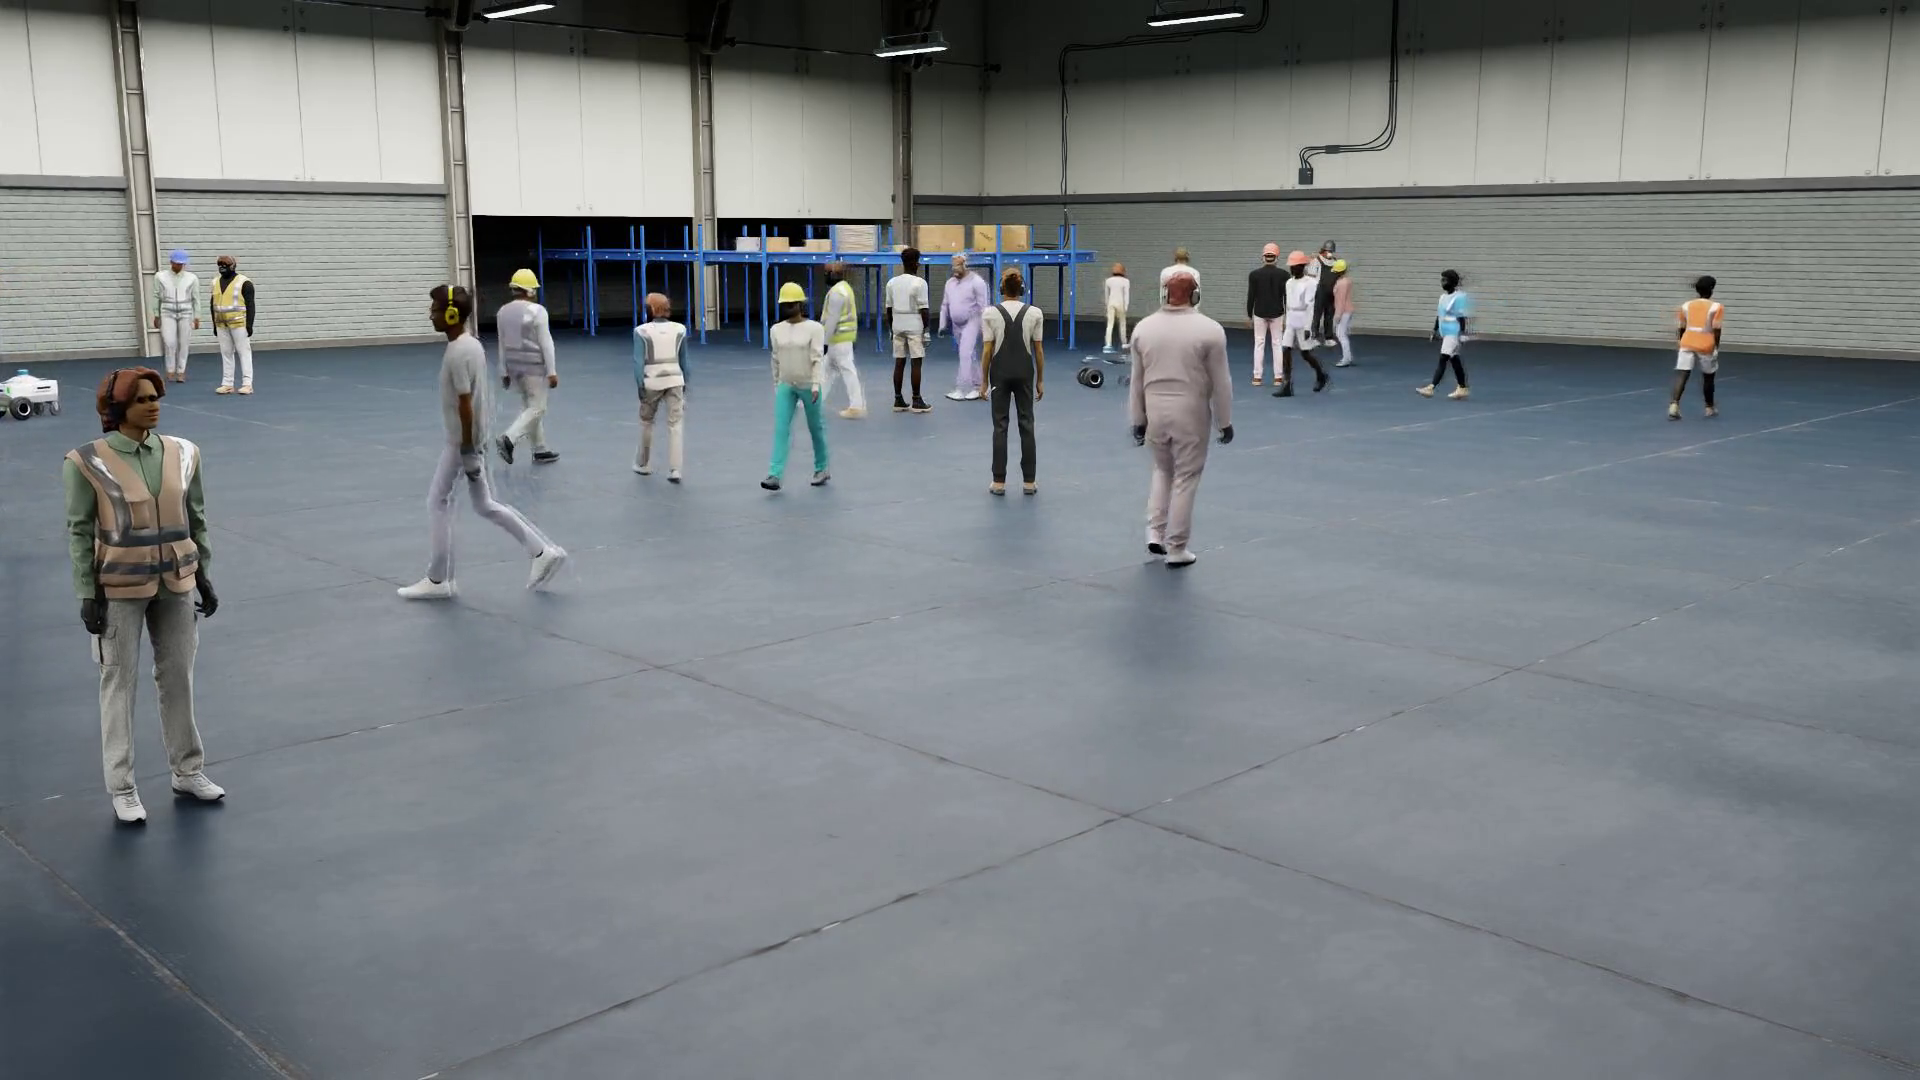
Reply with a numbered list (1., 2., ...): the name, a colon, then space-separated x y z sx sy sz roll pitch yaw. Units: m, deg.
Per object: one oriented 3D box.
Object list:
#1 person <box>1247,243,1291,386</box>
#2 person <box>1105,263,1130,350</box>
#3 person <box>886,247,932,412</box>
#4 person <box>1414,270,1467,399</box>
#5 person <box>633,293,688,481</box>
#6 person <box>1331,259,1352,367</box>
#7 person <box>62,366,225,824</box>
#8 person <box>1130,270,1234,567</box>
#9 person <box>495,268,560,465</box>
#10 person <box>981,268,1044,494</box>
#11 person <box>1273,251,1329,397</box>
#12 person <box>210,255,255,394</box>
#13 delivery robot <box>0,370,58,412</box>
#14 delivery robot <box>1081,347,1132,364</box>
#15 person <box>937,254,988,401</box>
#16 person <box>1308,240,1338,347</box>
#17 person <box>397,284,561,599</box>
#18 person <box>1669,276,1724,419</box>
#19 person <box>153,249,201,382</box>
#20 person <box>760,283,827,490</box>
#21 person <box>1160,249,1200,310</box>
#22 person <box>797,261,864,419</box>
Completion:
1. person: 4.378 -3.193 23.572 0.623 1.989 0.401 2 11 9
2. person: 2.907 -4.332 30.884 0.517 1.590 0.856 5 12 26
3. person: -0.605 -2.532 20.035 0.613 1.964 0.361 7 13 35
4. person: 6.216 -2.638 21.424 0.835 1.653 0.553 -2 11 -9
5. person: -2.622 -1.336 14.509 0.529 1.606 0.783 -5 12 -28
6. person: 6.160 -3.663 26.861 0.448 1.722 0.596 1 10 6
7. person: -2.980 0.188 6.086 0.308 1.645 0.515 7 13 35
8. person: 1.441 -0.781 10.722 0.640 1.889 0.513 7 13 35
9. person: -4.002 -1.581 15.274 0.600 1.813 0.754 7 13 35
10. person: 0.428 -1.304 13.673 0.517 1.843 0.326 -1 10 -4
11. person: 4.546 -2.862 22.009 0.807 1.914 0.552 -7 12 -33
12. person: -9.741 -2.878 22.264 0.624 1.845 0.430 2 11 13
13. delivery robot: -10.962 -1.751 19.489 0.477 0.478 0.707 4 11 21
14. delivery robot: 2.067 -2.607 23.452 0.698 0.223 0.335 -2 11 -11
15. person: -0.002 -2.705 21.261 0.933 1.862 0.653 -10 14 -42
16. person: 7.039 -4.721 31.887 0.677 2.000 0.536 -4 11 -22
17. person: -2.852 -0.581 9.767 0.873 1.839 0.519 0 10 -2
18. person: 8.549 -2.230 19.264 0.902 1.649 0.544 -9 14 -42
19. person: -11.202 -3.200 23.824 0.624 1.906 0.801 -6 12 -28
20. person: -1.365 -1.279 13.883 0.526 1.719 0.912 3 11 18
21. person: 3.536 -3.729 26.786 0.639 1.876 1.052 1 10 8
22. person: -1.533 -2.318 19.317 0.905 1.800 0.651 1 10 4
